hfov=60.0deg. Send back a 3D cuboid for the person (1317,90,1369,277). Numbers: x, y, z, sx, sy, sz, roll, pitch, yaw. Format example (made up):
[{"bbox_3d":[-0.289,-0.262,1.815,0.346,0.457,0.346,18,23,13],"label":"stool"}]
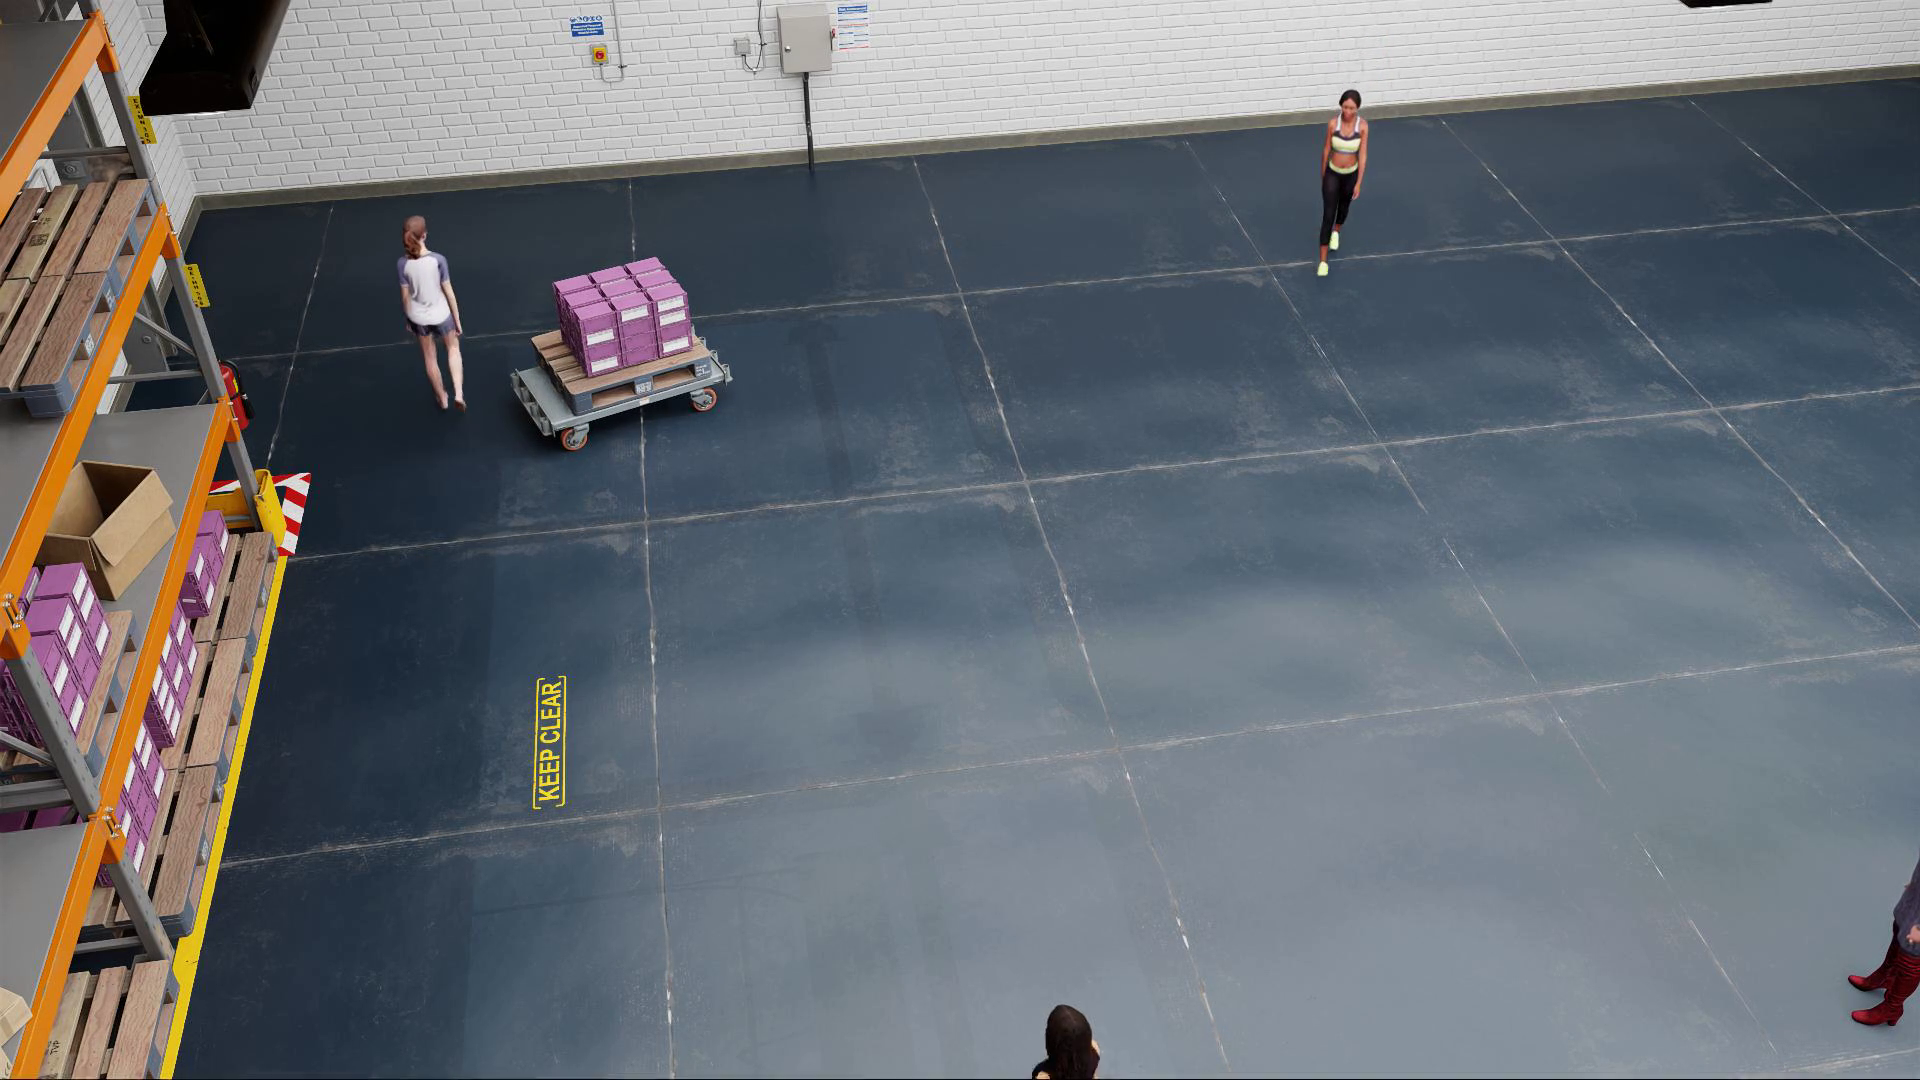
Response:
[{"bbox_3d":[3.596,-3.408,15.594,0.877,1.700,1.215,9,39,11],"label":"person"}]

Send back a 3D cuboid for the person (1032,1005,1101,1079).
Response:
[{"bbox_3d":[0.546,2.822,7.861,0.871,1.616,1.122,-23,44,-26],"label":"person"}]

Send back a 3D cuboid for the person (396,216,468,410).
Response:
[{"bbox_3d":[-4.282,-1.762,13.492,0.631,1.751,0.764,-11,40,-13],"label":"person"}]

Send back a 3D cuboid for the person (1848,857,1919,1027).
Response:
[{"bbox_3d":[5.160,1.962,8.862,0.719,1.711,0.613,14,41,16],"label":"person"}]
